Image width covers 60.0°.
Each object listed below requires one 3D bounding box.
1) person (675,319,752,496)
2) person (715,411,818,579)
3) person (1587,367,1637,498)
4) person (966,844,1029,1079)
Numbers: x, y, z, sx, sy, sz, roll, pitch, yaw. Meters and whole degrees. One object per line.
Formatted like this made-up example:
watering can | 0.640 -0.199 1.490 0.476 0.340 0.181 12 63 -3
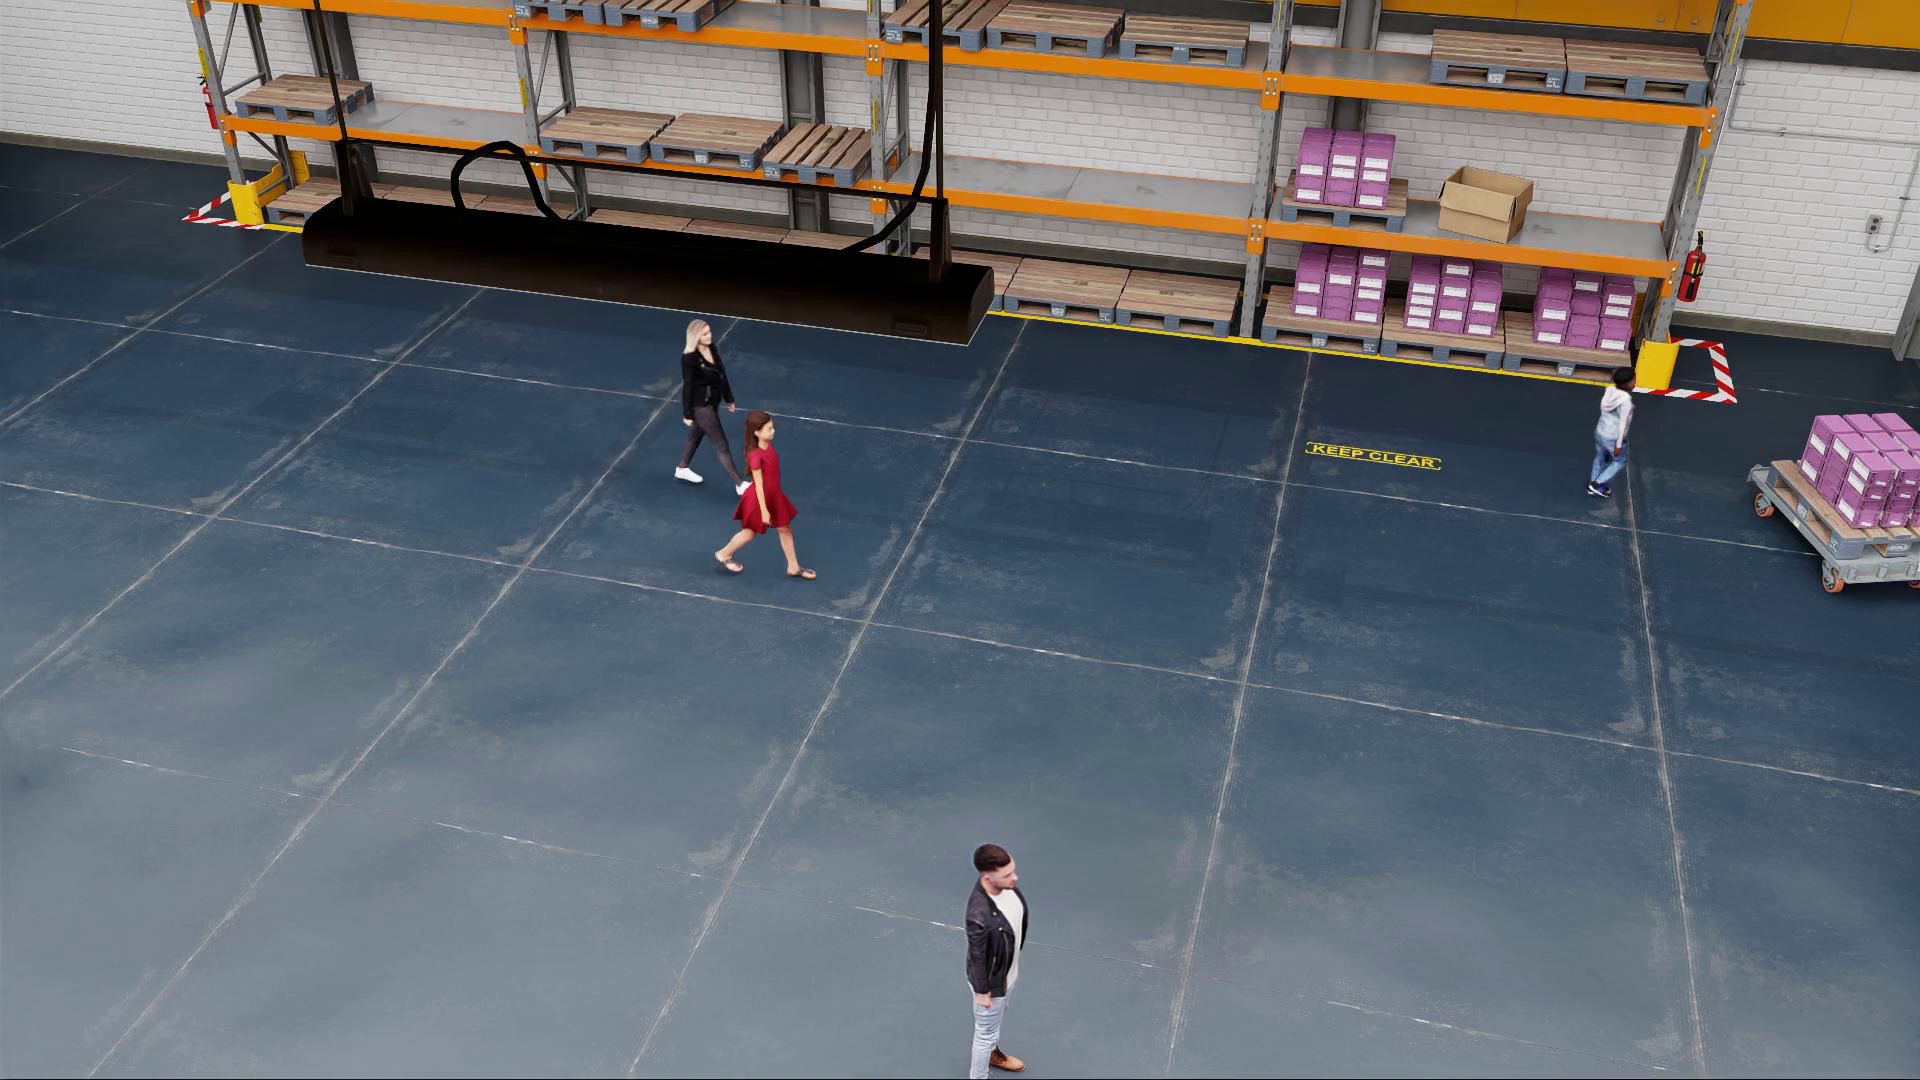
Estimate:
person | -2.295 -1.158 14.505 1.164 1.636 0.742 13 36 19
person | -1.657 -0.332 13.368 1.062 1.518 0.539 8 34 11
person | 5.639 -0.932 14.509 0.622 1.255 0.584 -8 34 -11
person | 0.177 2.340 9.062 0.521 1.837 0.650 9 35 13
